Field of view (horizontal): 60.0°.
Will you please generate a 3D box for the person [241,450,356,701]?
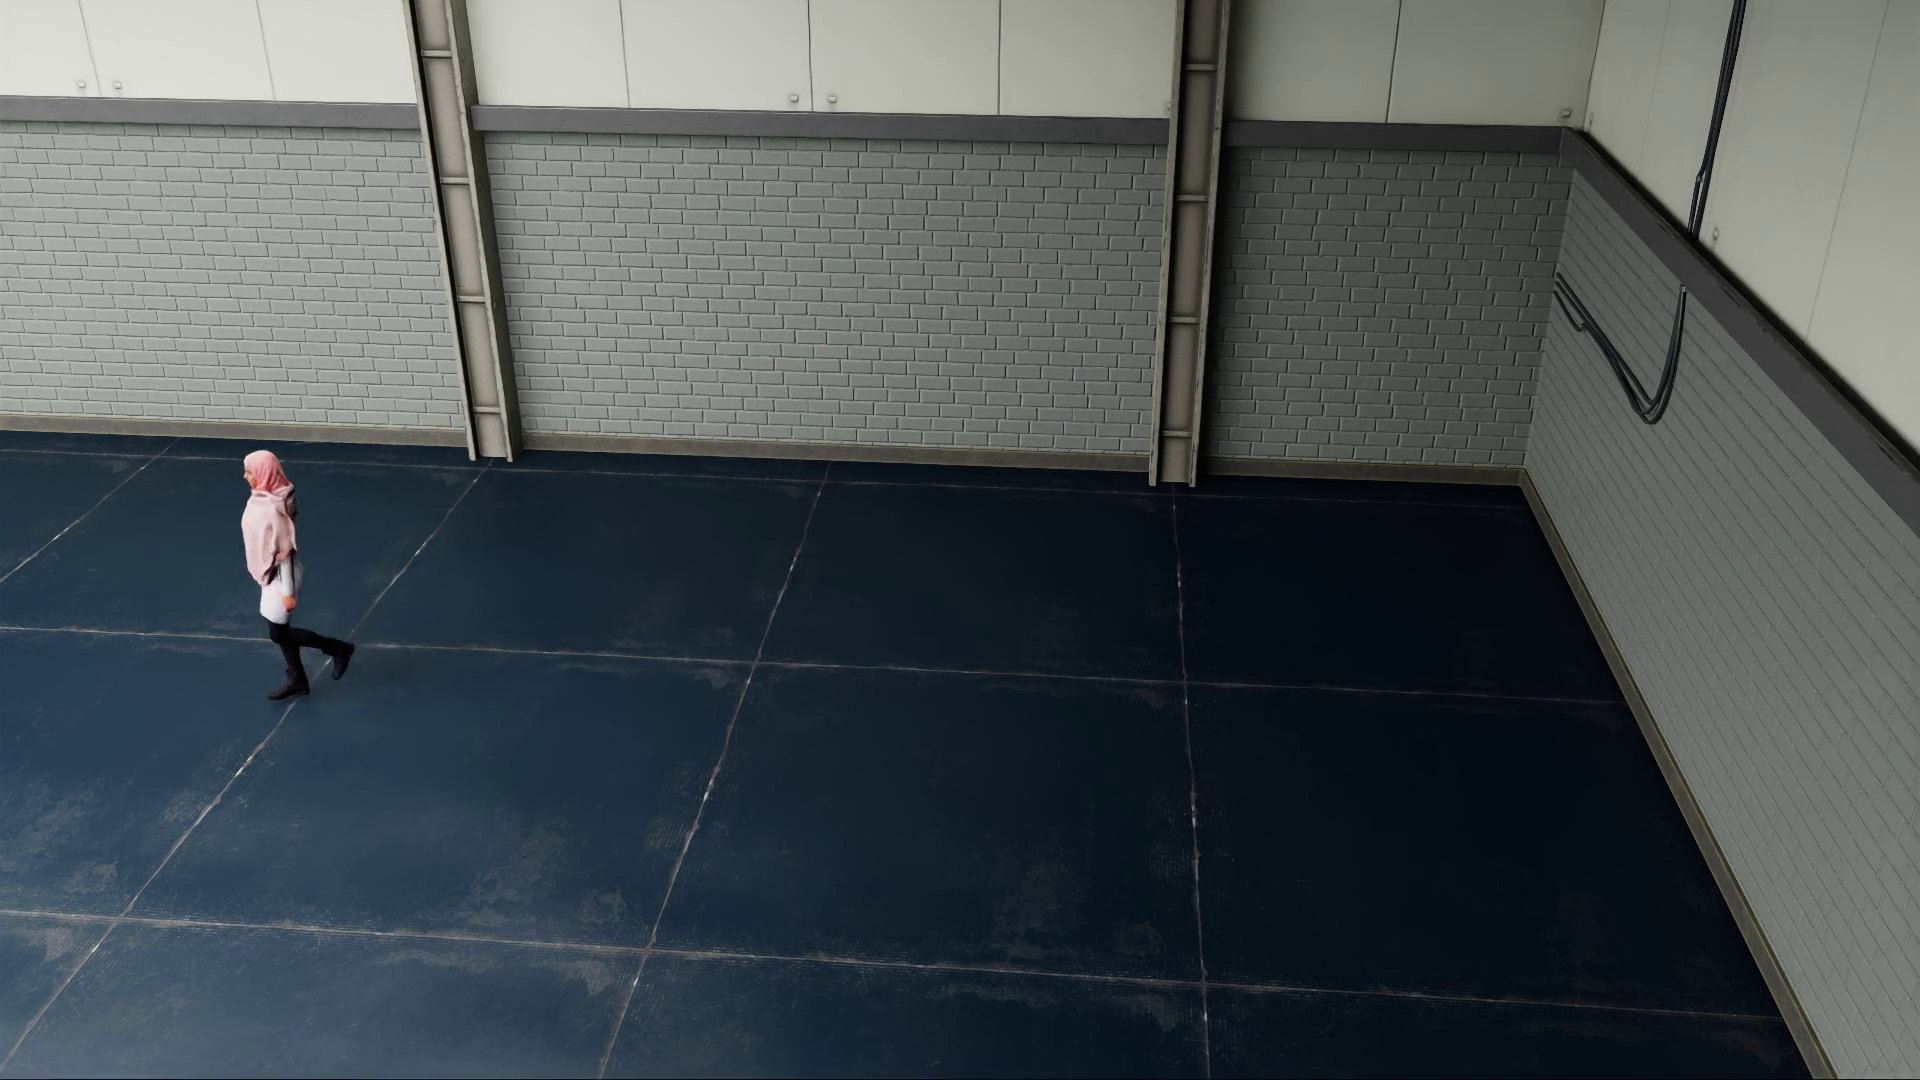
[{"bbox_3d":[-4.369,0.242,10.931,0.971,1.792,0.890,-17,32,-29],"label":"person"}]
